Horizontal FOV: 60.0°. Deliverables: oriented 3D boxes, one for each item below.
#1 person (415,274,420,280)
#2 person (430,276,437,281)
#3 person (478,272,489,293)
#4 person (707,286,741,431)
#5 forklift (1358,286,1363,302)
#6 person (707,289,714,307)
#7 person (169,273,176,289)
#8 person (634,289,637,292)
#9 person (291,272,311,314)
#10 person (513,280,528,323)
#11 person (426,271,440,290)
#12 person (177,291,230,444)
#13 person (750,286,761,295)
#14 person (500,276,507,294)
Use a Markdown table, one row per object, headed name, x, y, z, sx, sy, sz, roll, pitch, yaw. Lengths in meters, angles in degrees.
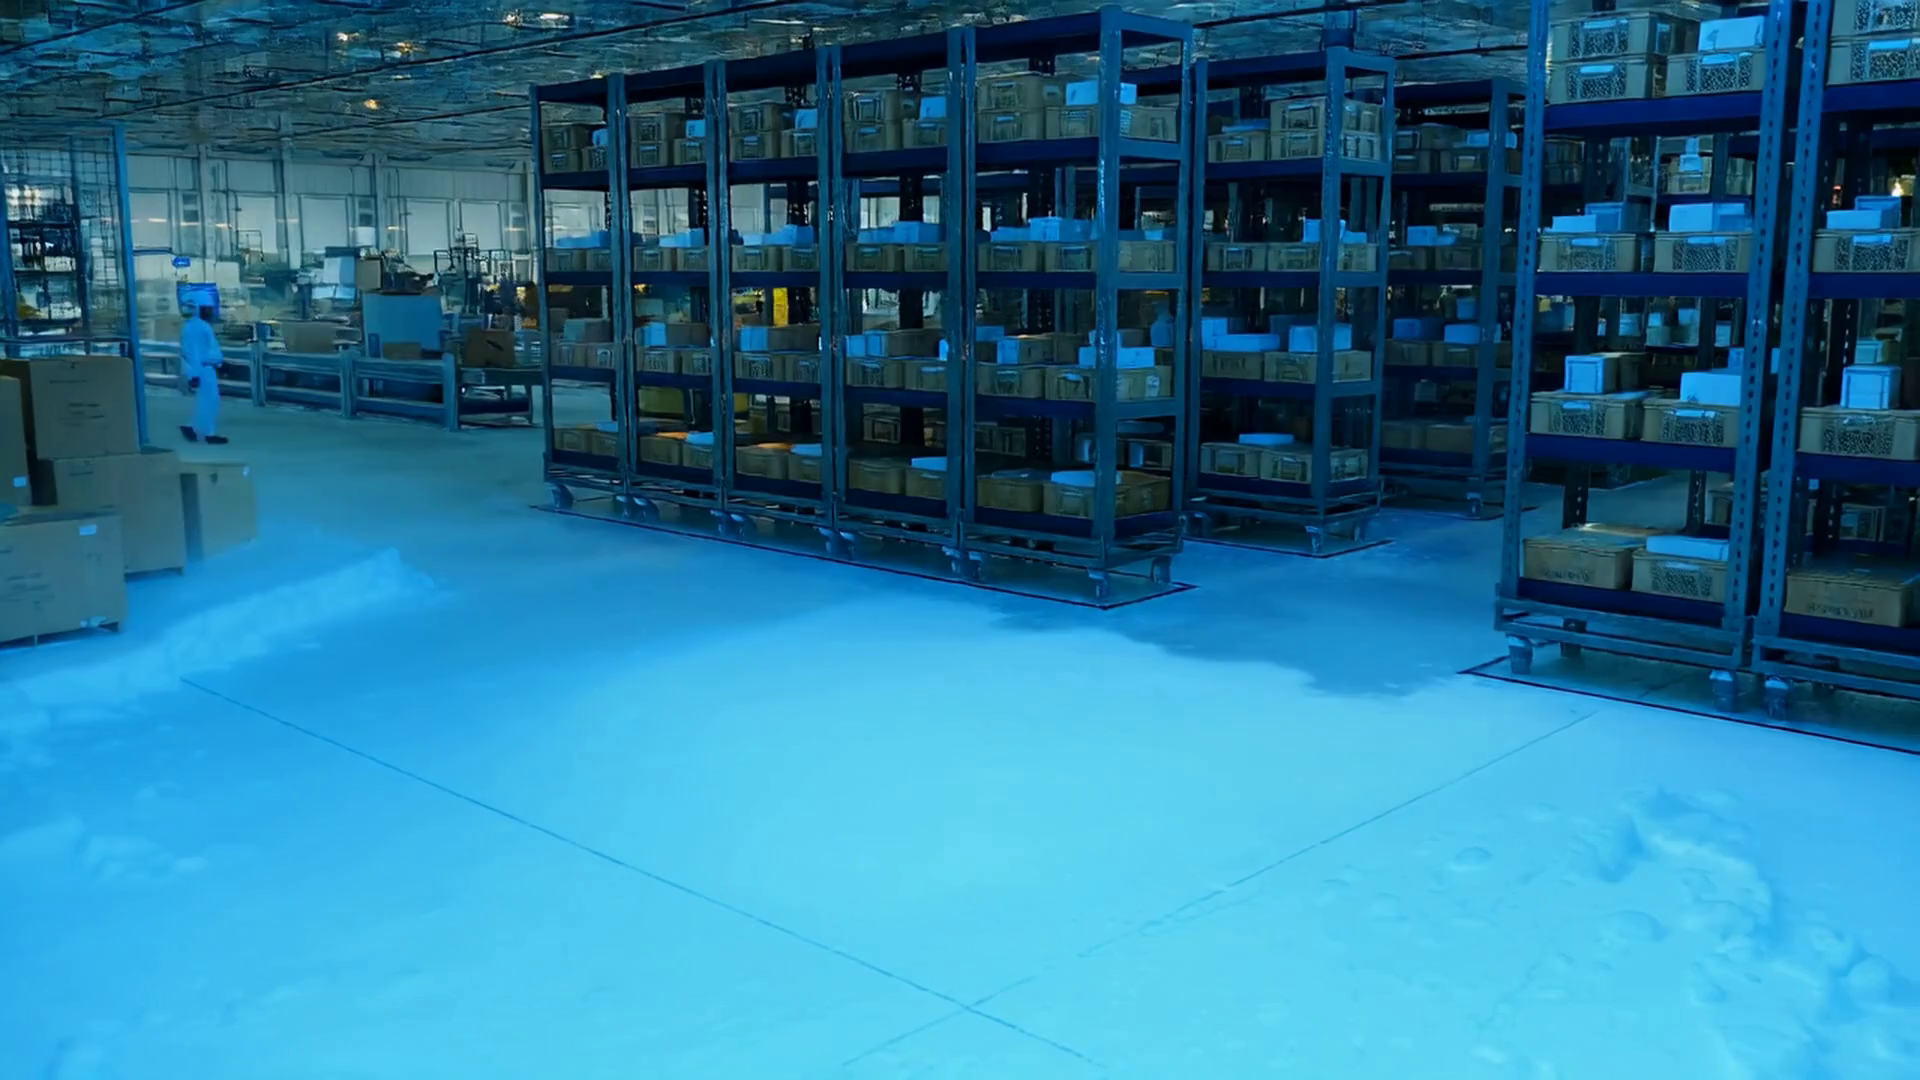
| name | x | y | z | sx | sy | sz | roll | pitch | yaw |
| --- | --- | --- | --- | --- | --- | --- | --- | --- | --- |
| person | -24.410 | -11.009 | 74.590 | 0.504 | 1.847 | 0.548 | -2 | 9 | -10 |
| person | -26.830 | -12.594 | 84.394 | 0.756 | 1.819 | 0.654 | -2 | 10 | -15 |
| person | -24.189 | -12.628 | 84.302 | 0.646 | 1.920 | 0.763 | 3 | 10 | 18 |
| person | -2.612 | -1.899 | 18.569 | 0.408 | 1.905 | 0.652 | -7 | 11 | -36 |
| forklift | 11.100 | -7.017 | 46.970 | 1.873 | 2.768 | 1.129 | 9 | 13 | 43 |
| person | -5.037 | -4.333 | 33.985 | 0.540 | 1.746 | 0.609 | 3 | 10 | 17 |
| person | -33.906 | -10.585 | 71.759 | 0.433 | 1.926 | 0.655 | -2 | 9 | -12 |
| person | -16.542 | -12.557 | 83.877 | 0.590 | 1.919 | 0.394 | 3 | 10 | 19 |
| person | -24.587 | -9.070 | 62.123 | 0.683 | 2.000 | 0.536 | -4 | 10 | -24 |
| person | -15.463 | -8.273 | 58.333 | 0.715 | 1.665 | 0.553 | 8 | 13 | 42 |
| person | -18.735 | -8.586 | 59.302 | 0.624 | 1.990 | 0.388 | 5 | 11 | 29 |
| person | -8.907 | -2.012 | 19.545 | 0.449 | 1.817 | 0.593 | -1 | 9 | -9 |
| person | -9.400 | -11.392 | 76.591 | 0.604 | 1.965 | 0.367 | -6 | 11 | -34 |
| person | -18.348 | -9.712 | 66.914 | 0.329 | 1.765 | 0.525 | -6 | 11 | -34 |
